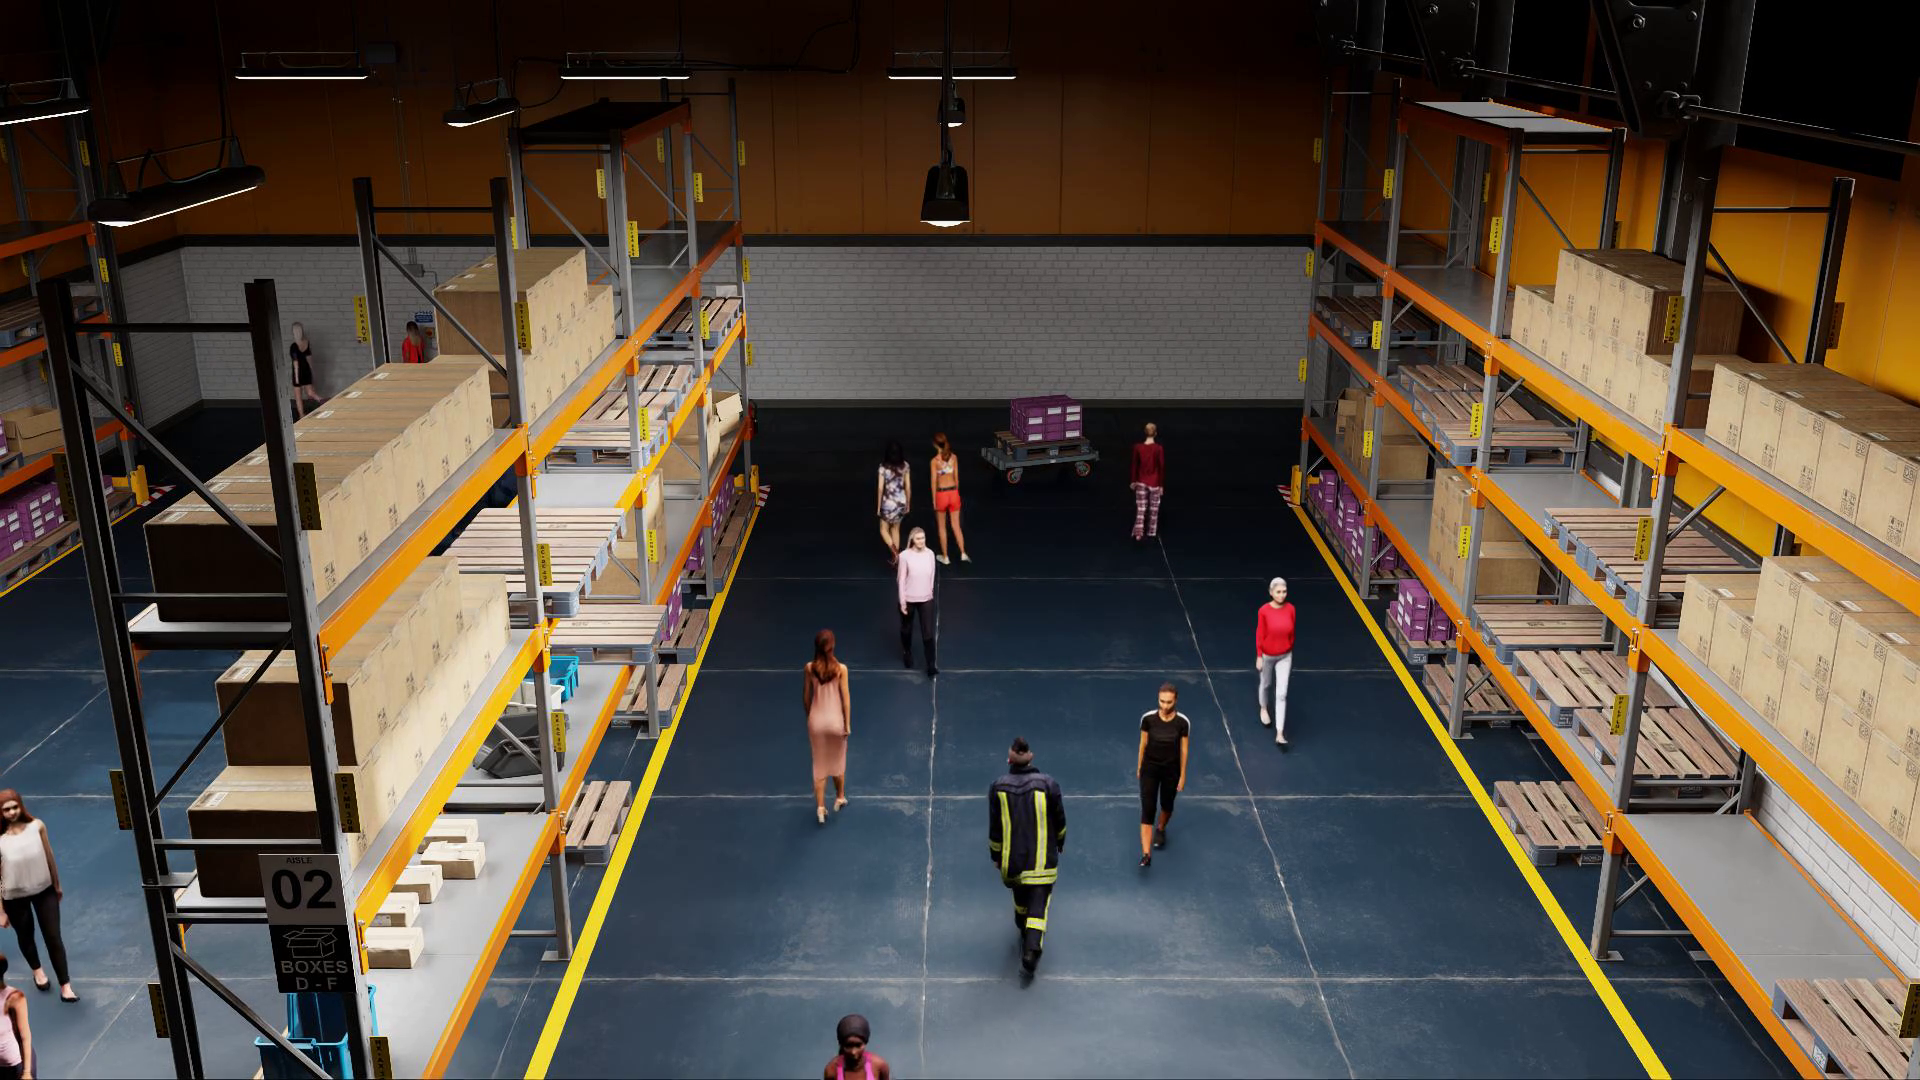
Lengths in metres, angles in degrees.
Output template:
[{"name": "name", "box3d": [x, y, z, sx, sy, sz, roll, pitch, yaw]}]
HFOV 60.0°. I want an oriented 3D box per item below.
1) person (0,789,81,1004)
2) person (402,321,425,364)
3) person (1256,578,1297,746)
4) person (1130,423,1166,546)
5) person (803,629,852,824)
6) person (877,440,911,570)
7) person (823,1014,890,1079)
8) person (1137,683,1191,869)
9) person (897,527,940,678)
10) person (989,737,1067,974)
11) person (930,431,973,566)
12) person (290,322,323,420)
[{"name": "person", "box3d": [-6.935, 2.603, 12.333, 0.977, 1.694, 1.072, -15, 24, -38]}, {"name": "person", "box3d": [-9.431, -2.958, 28.844, 0.730, 1.694, 0.614, 9, 21, 26]}, {"name": "person", "box3d": [3.123, 1.172, 16.665, 0.603, 1.641, 1.150, -1, 19, -3]}, {"name": "person", "box3d": [2.502, -0.734, 22.287, 0.846, 1.664, 1.096, 6, 20, 17]}, {"name": "person", "box3d": [-1.208, 1.673, 14.885, 0.667, 1.826, 0.749, 4, 19, 10]}, {"name": "person", "box3d": [-0.836, -0.410, 21.236, 0.781, 1.721, 0.909, -8, 20, -21]}, {"name": "person", "box3d": [-0.583, 3.478, 9.712, 0.617, 1.708, 0.917, -2, 19, -5]}, {"name": "person", "box3d": [1.760, 1.962, 14.347, 0.752, 1.622, 1.143, 4, 19, 13]}, {"name": "person", "box3d": [-0.519, 0.645, 18.232, 0.827, 1.638, 1.165, -5, 19, -16]}, {"name": "person", "box3d": [0.516, 2.397, 12.723, 0.879, 1.836, 1.196, 4, 19, 13]}, {"name": "person", "box3d": [-0.137, -0.503, 21.443, 0.829, 1.766, 0.962, -9, 20, -24]}, {"name": "person", "box3d": [-11.035, -2.776, 28.117, 0.853, 1.814, 1.012, 6, 19, 17]}]
